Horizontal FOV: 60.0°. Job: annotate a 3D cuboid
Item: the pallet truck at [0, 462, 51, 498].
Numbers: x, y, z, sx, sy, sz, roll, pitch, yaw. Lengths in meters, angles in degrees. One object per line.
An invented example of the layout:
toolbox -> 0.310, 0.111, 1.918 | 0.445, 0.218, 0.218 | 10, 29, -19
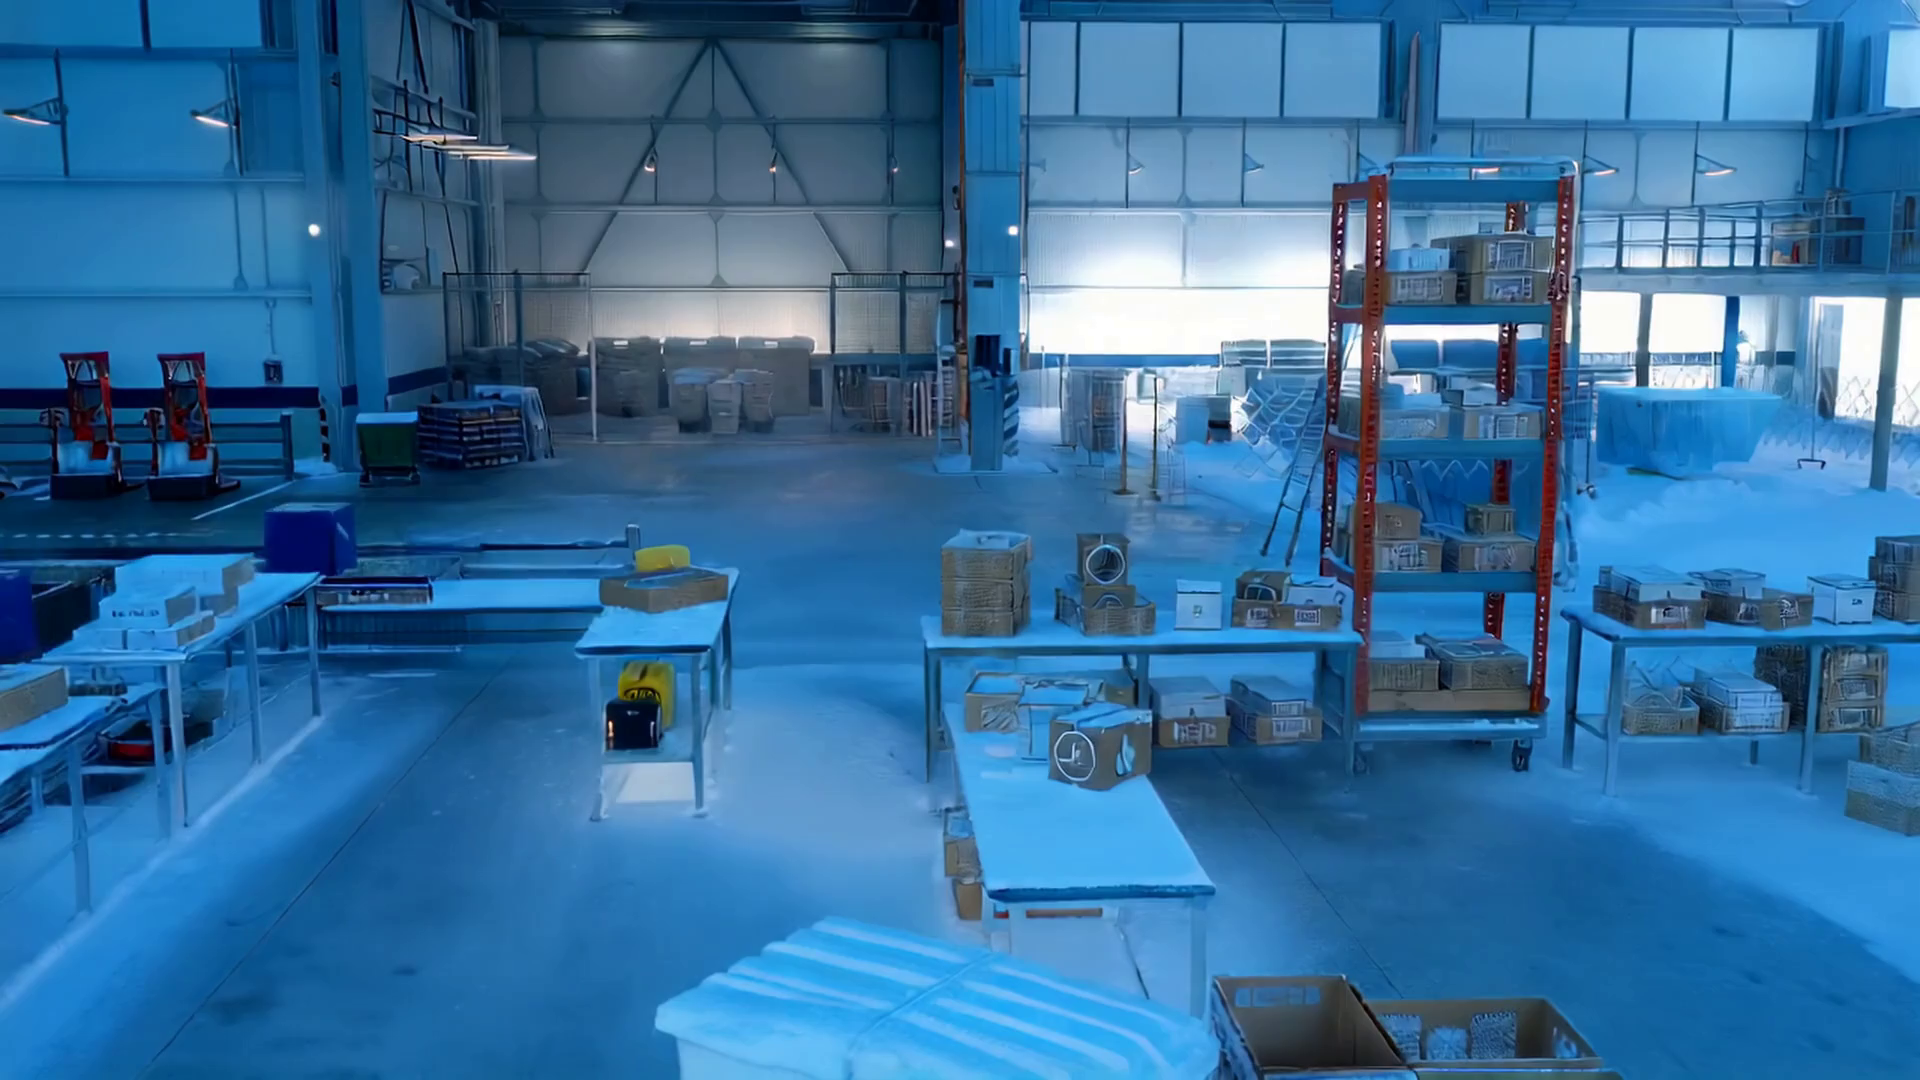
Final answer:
pallet truck -> -13.193, -1.293, 23.148 | 0.653, 1.274, 1.630 | -1, 9, -4

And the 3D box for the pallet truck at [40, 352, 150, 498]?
pallet truck -> -11.907, -1.642, 23.165 | 0.823, 1.965, 1.885 | 0, 9, 0

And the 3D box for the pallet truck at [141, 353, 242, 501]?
pallet truck -> -10.520, -1.604, 22.925 | 0.823, 1.965, 1.885 | -1, 9, -6

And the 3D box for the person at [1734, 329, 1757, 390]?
person -> 16.673, -3.549, 35.501 | 0.572, 1.883, 0.356 | 0, 9, 0
